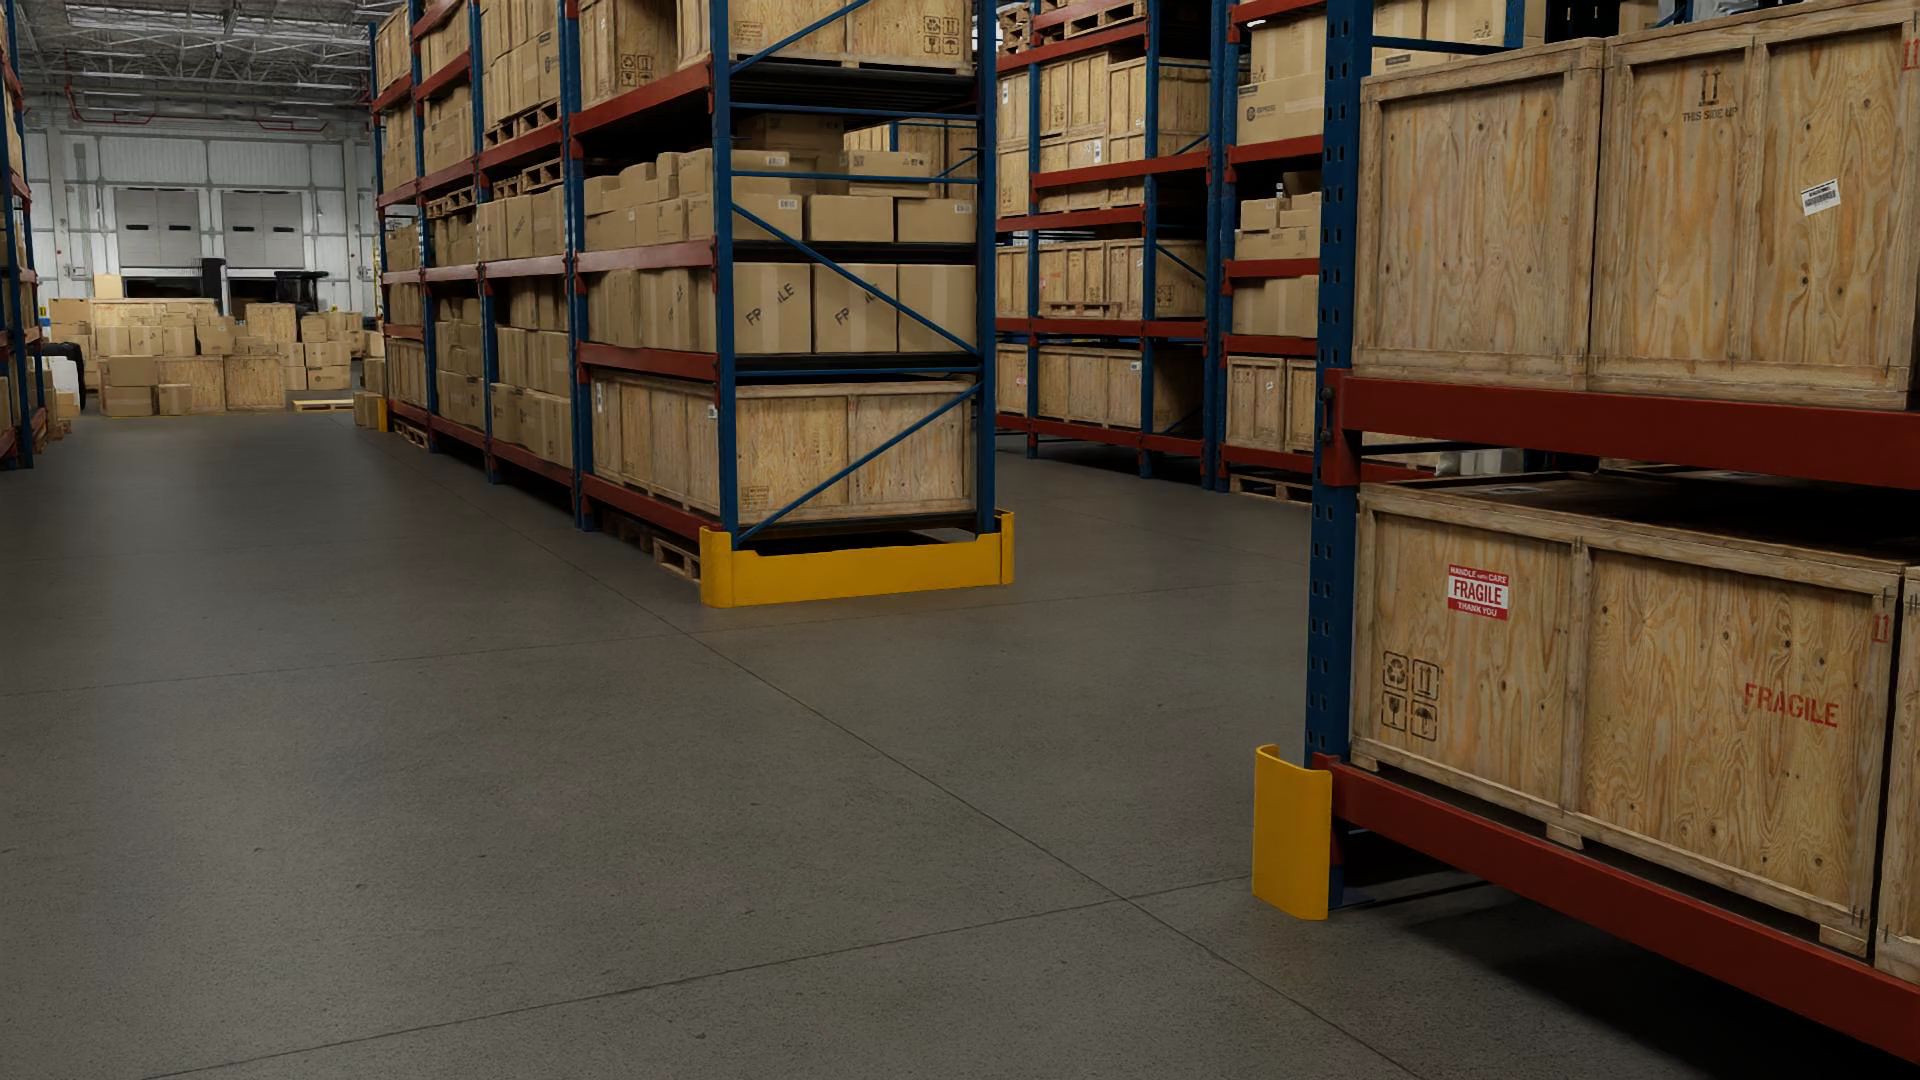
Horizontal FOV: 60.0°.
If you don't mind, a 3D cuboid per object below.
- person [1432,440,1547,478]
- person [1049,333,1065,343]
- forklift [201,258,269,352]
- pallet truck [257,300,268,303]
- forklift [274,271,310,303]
[{"bbox_3d":[2.214,-0.007,7.157,1.000,1.994,0.633,-4,9,-24],"label":"person"},{"bbox_3d":[1.905,-3.626,32.327,0.359,1.938,0.547,0,8,-1],"label":"person"},{"bbox_3d":[-14.838,-4.218,33.174,1.873,2.768,1.129,-4,9,-27],"label":"forklift"},{"bbox_3d":[-23.913,-7.404,58.171,1.885,1.965,0.823,-1,8,-9],"label":"pallet truck"},{"bbox_3d":[-19.394,-6.432,48.444,1.873,2.768,1.129,6,10,35],"label":"forklift"}]
